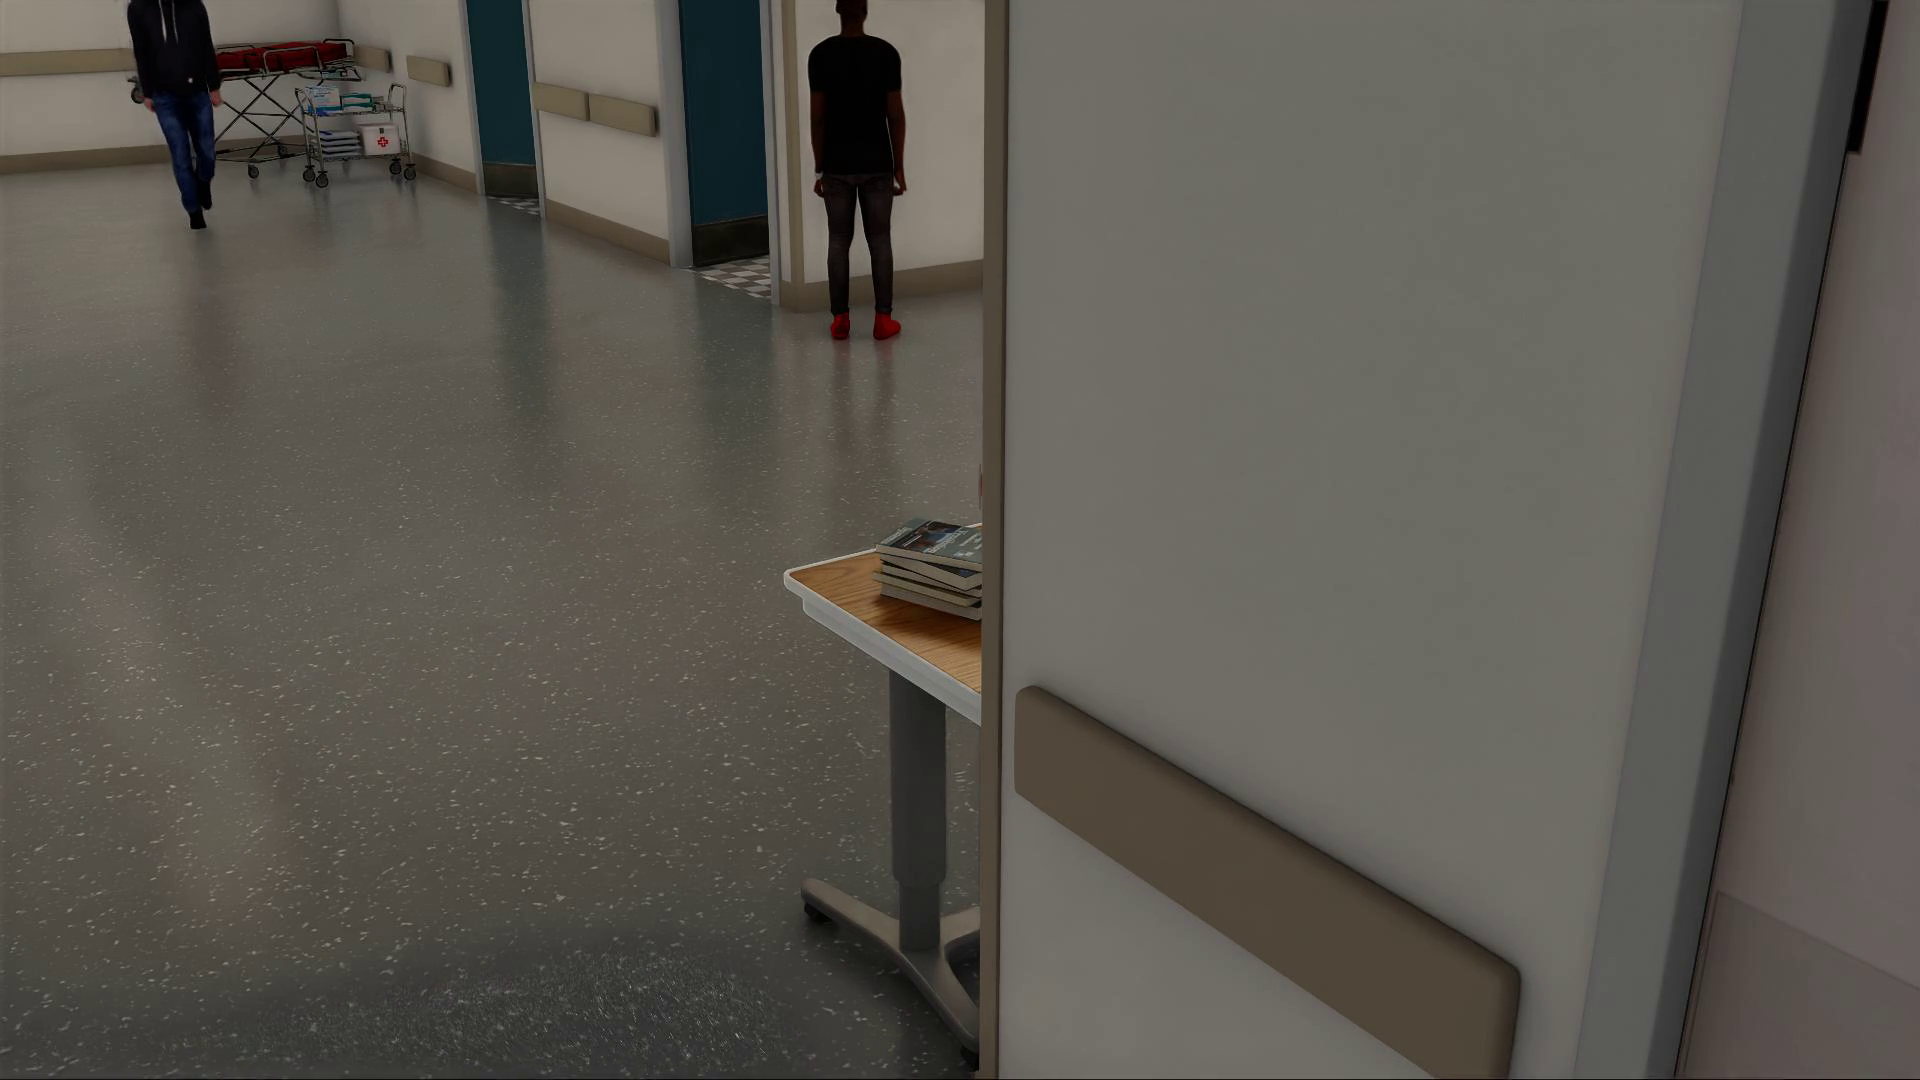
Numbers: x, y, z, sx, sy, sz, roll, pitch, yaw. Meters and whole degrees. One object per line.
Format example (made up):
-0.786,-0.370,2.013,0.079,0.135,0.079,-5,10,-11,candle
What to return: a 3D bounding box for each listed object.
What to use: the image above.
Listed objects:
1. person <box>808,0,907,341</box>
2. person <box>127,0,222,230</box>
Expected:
-0.531,-1.939,8.571,0.713,1.805,0.734,0,21,1,person
-5.452,-3.125,11.612,0.772,1.869,1.053,-10,23,-24,person
